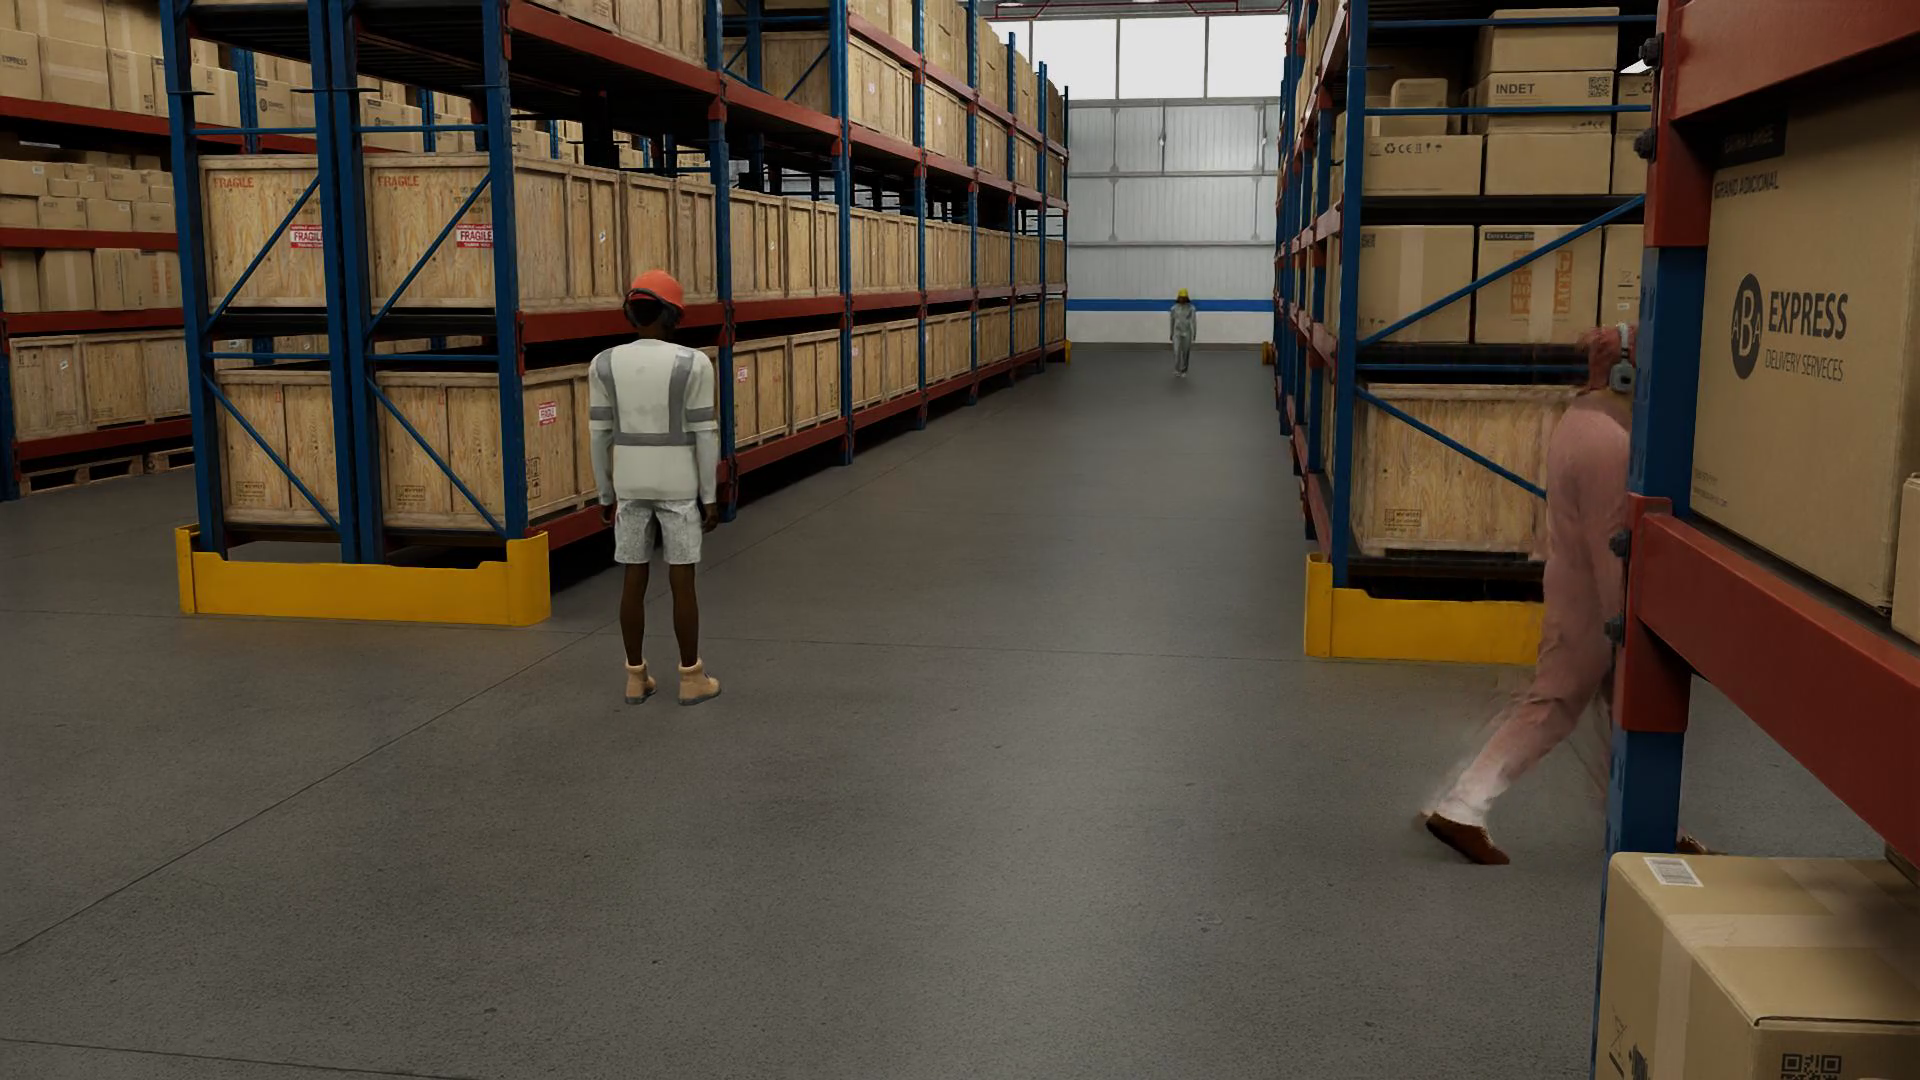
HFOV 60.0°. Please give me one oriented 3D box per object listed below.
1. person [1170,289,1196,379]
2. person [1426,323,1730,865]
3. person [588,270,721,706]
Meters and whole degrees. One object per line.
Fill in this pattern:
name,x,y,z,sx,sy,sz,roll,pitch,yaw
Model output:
person,4.249,-3.928,31.711,0.501,1.689,0.892,1,9,9
person,2.087,0.206,5.581,0.983,1.864,0.662,3,10,16
person,-1.411,-0.236,7.780,0.608,2.032,0.405,2,9,11
